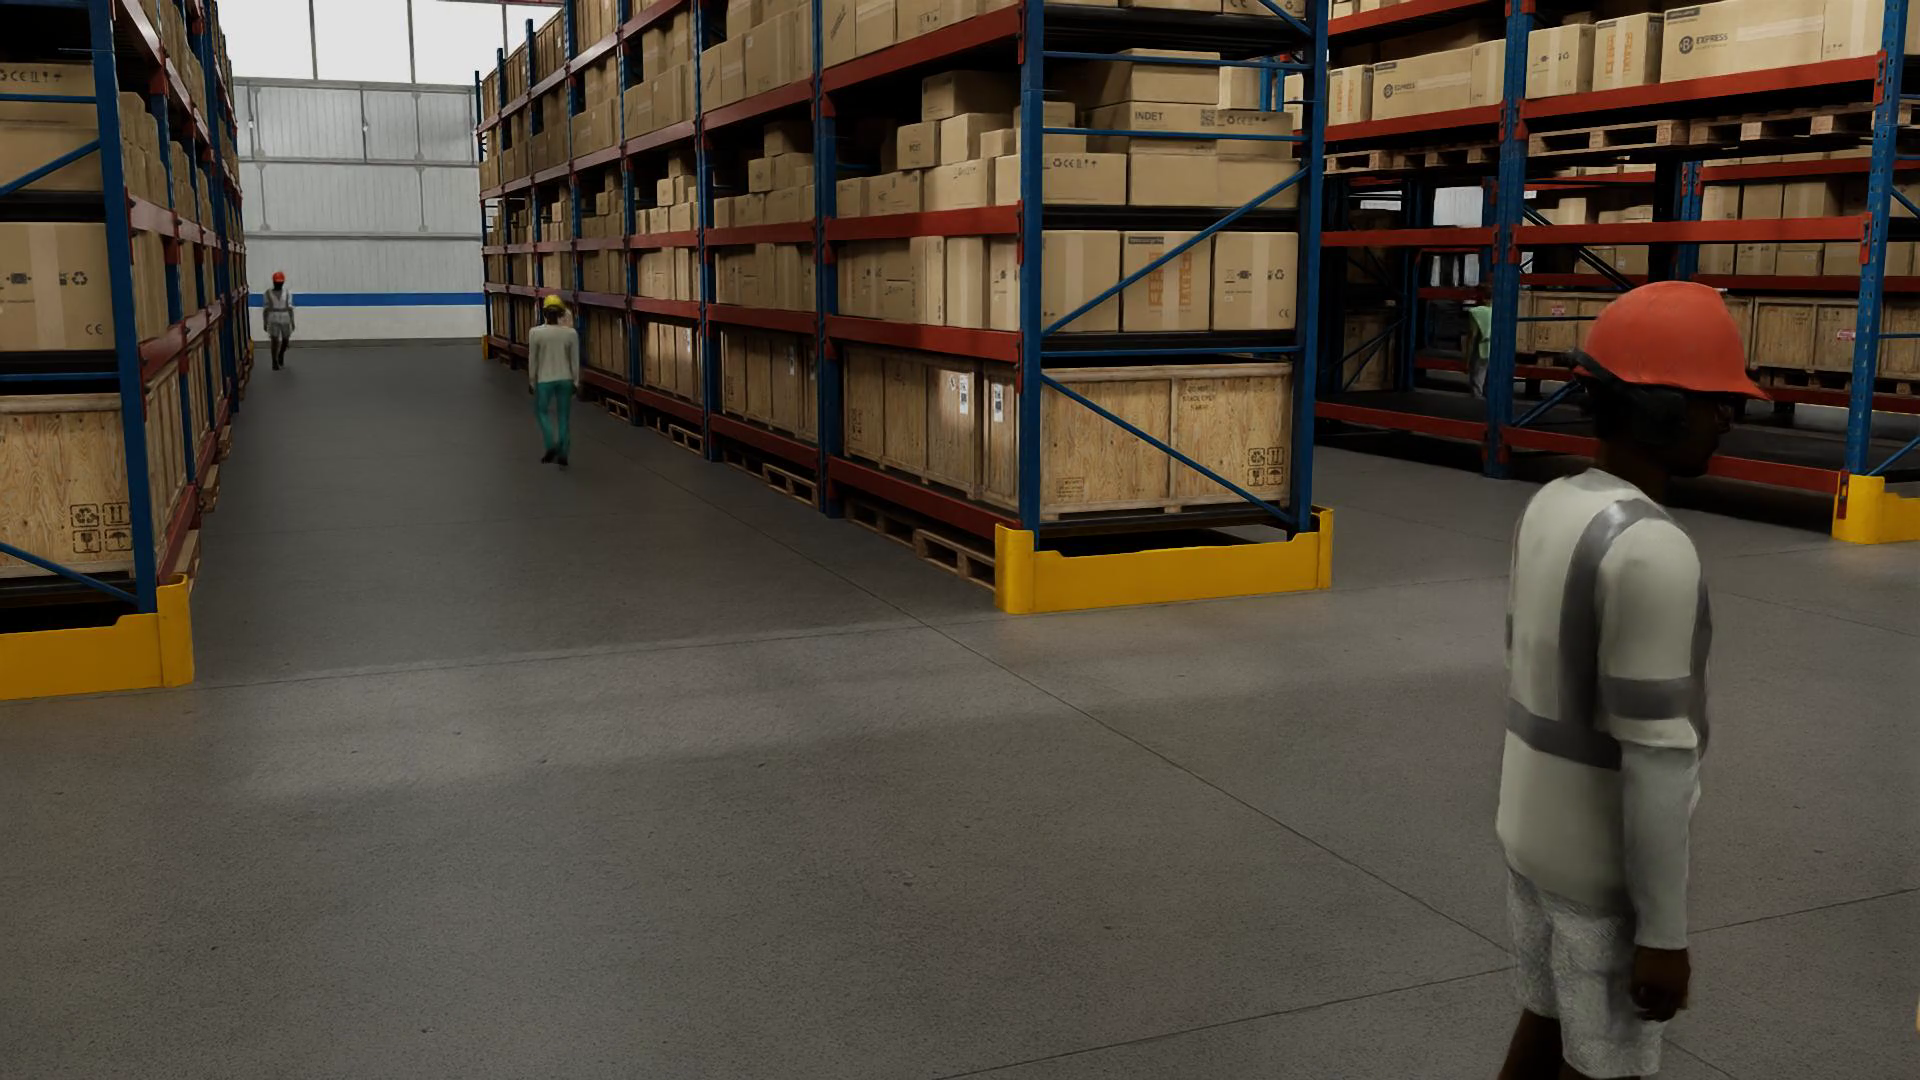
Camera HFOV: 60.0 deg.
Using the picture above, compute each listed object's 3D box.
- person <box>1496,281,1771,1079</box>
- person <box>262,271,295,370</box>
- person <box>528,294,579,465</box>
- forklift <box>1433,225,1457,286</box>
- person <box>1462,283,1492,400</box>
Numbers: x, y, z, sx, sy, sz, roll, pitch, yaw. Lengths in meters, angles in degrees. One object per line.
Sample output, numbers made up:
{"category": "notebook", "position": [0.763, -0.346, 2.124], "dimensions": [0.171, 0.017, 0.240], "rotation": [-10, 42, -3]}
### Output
{"category": "person", "position": [1.182, 0.564, 2.993], "dimensions": [0.396, 2.038, 0.614], "rotation": [0, 9, 1]}
{"category": "person", "position": [-13.220, -4.246, 32.209], "dimensions": [0.604, 1.908, 0.658], "rotation": [-7, 12, -36]}
{"category": "person", "position": [-4.154, -1.633, 17.021], "dimensions": [0.543, 1.750, 0.397], "rotation": [-5, 11, -29]}
{"category": "forklift", "position": [9.490, -4.969, 33.626], "dimensions": [1.129, 2.768, 1.873], "rotation": [-4, 10, -22]}
{"category": "person", "position": [6.267, -2.153, 19.910], "dimensions": [0.572, 1.828, 0.432], "rotation": [-5, 11, -26]}
